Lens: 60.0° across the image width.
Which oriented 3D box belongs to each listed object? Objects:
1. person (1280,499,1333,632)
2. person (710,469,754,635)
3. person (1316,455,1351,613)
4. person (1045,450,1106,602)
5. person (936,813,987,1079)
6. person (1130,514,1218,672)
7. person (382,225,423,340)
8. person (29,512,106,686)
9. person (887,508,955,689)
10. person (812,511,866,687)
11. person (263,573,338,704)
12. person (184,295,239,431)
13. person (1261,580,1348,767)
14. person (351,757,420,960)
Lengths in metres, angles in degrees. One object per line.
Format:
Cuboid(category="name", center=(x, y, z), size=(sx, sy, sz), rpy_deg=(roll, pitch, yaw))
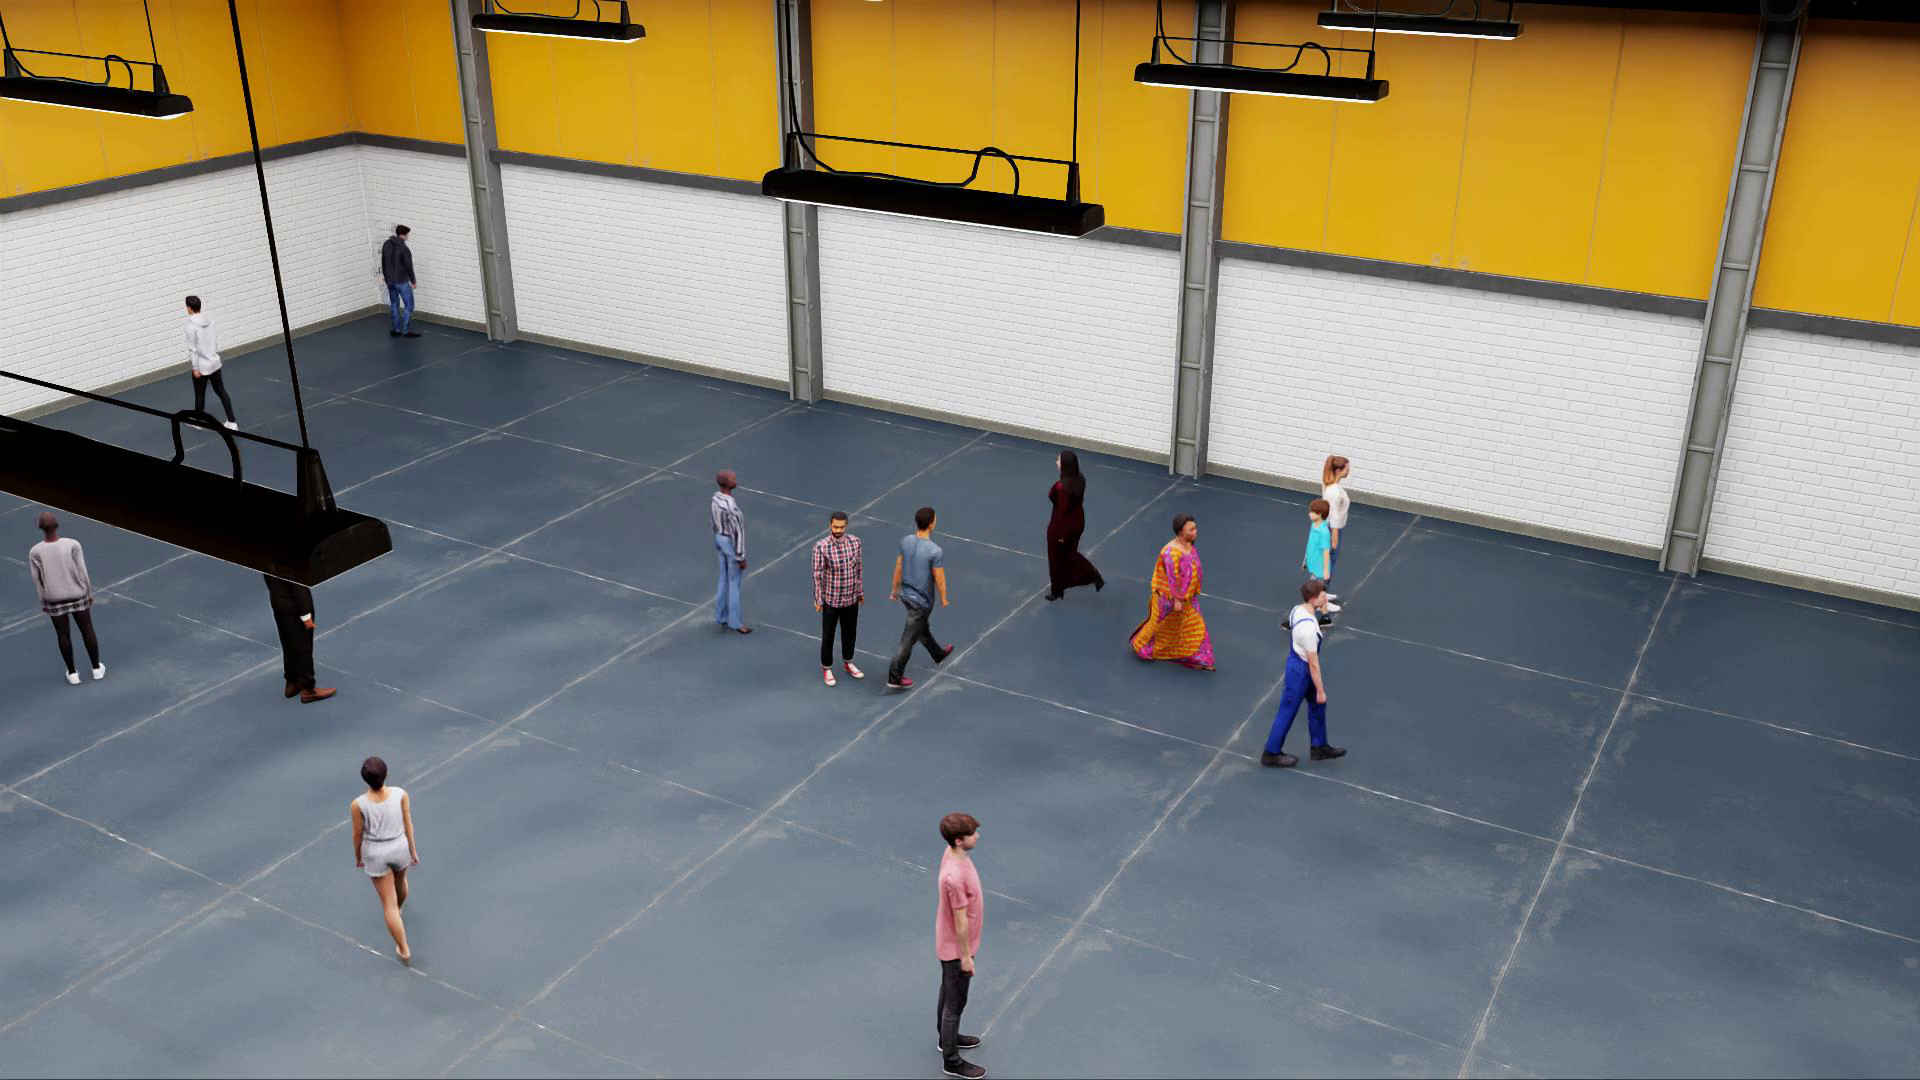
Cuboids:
Cuboid(category="person", center=(3.777, 0.267, 17.203), size=(0.919, 1.424, 0.823), rpy_deg=(-4, 24, -9))
Cuboid(category="person", center=(-2.373, 0.110, 17.101), size=(0.770, 1.794, 0.626), rpy_deg=(-16, 28, -33))
Cuboid(category="person", center=(3.925, -0.087, 17.642), size=(0.674, 1.723, 0.688), rpy_deg=(2, 24, 3))
Cuboid(category="person", center=(1.222, -0.120, 17.699), size=(0.869, 1.737, 0.687), rpy_deg=(11, 26, 24))
Cuboid(category="person", center=(-0.032, 2.663, 11.057), size=(0.741, 1.958, 0.724), rpy_deg=(-1, 24, -3))
Cuboid(category="person", center=(2.084, 0.507, 16.376), size=(1.210, 1.648, 0.760), rpy_deg=(18, 29, 35))
Cuboid(category="person", center=(-9.122, -4.175, 26.833), size=(0.599, 1.850, 0.937), rpy_deg=(3, 24, 7))
Cuboid(category="person", center=(-8.660, 0.554, 16.114), size=(0.692, 1.772, 0.703), rpy_deg=(-12, 26, -26))
Cuboid(category="person", center=(-0.478, 0.598, 16.034), size=(0.929, 1.755, 1.175), rpy_deg=(-21, 31, -39))
Cuboid(category="person", center=(-1.174, 0.534, 16.174), size=(0.776, 1.760, 0.778), rpy_deg=(-12, 26, -26))
Cuboid(category="person", center=(-6.347, 0.627, 15.782), size=(0.597, 1.904, 0.810), rpy_deg=(18, 30, 36))
Cuboid(category="person", center=(-10.196, -2.380, 22.669), size=(1.103, 1.898, 0.822), rpy_deg=(8, 25, 18))
Cuboid(category="person", center=(2.891, 1.196, 14.587), size=(1.099, 1.818, 0.922), rpy_deg=(1, 24, 2))
Cuboid(category="person", center=(-4.206, 2.365, 12.242), size=(0.930, 1.555, 1.130), rpy_deg=(-13, 27, -27))
